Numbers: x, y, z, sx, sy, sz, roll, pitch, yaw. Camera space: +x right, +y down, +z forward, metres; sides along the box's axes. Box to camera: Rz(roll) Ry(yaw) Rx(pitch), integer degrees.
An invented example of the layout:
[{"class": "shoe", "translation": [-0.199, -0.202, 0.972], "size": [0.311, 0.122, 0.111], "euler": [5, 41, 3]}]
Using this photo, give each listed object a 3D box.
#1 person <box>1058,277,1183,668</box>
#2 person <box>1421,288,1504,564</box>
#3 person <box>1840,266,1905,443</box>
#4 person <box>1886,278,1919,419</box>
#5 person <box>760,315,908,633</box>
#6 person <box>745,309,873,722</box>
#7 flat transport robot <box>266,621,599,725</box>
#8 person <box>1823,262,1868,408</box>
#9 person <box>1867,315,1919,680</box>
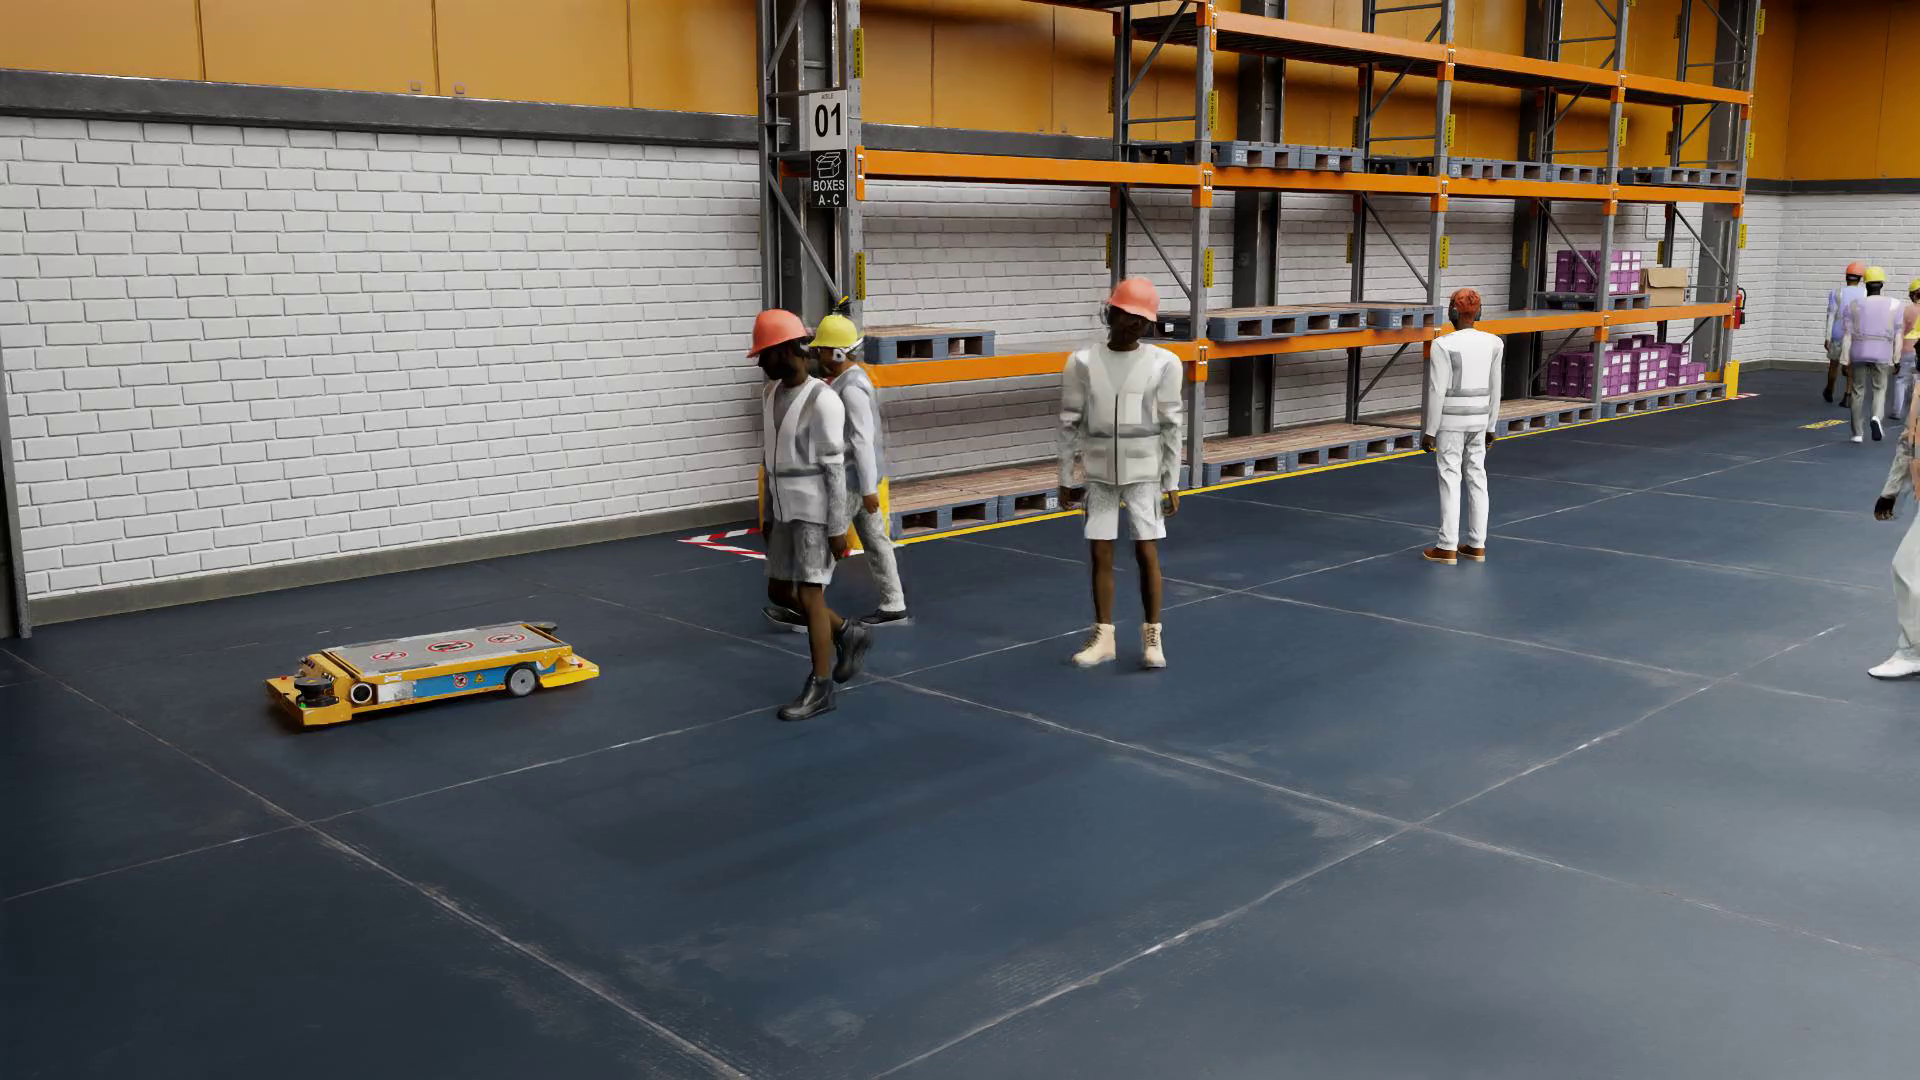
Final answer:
[{"class": "person", "translation": [0.828, -0.328, 8.592], "size": [0.652, 2.021, 0.377], "euler": [3, 11, 17]}, {"class": "person", "translation": [3.431, -0.773, 11.387], "size": [0.585, 1.882, 0.337], "euler": [-4, 11, -21]}, {"class": "person", "translation": [9.760, -1.969, 17.827], "size": [0.609, 1.912, 0.538], "euler": [5, 11, 24]}, {"class": "person", "translation": [11.494, -2.269, 19.961], "size": [0.537, 1.736, 0.856], "euler": [1, 10, 5]}, {"class": "person", "translation": [-0.708, -0.366, 9.413], "size": [0.892, 1.790, 0.604], "euler": [0, 10, -2]}, {"class": "person", "translation": [-0.690, -0.134, 7.843], "size": [0.602, 1.906, 0.583], "euler": [-9, 14, -40]}, {"class": "flat transport robot", "translation": [-2.571, 0.628, 8.151], "size": [1.431, 0.197, 0.652], "euler": [-7, 13, -35]}, {"class": "person", "translation": [11.721, -2.713, 21.982], "size": [0.549, 1.874, 1.024], "euler": [4, 11, 21]}, {"class": "person", "translation": [4.877, -0.235, 8.411], "size": [0.712, 1.905, 0.603], "euler": [2, 11, 10]}]
